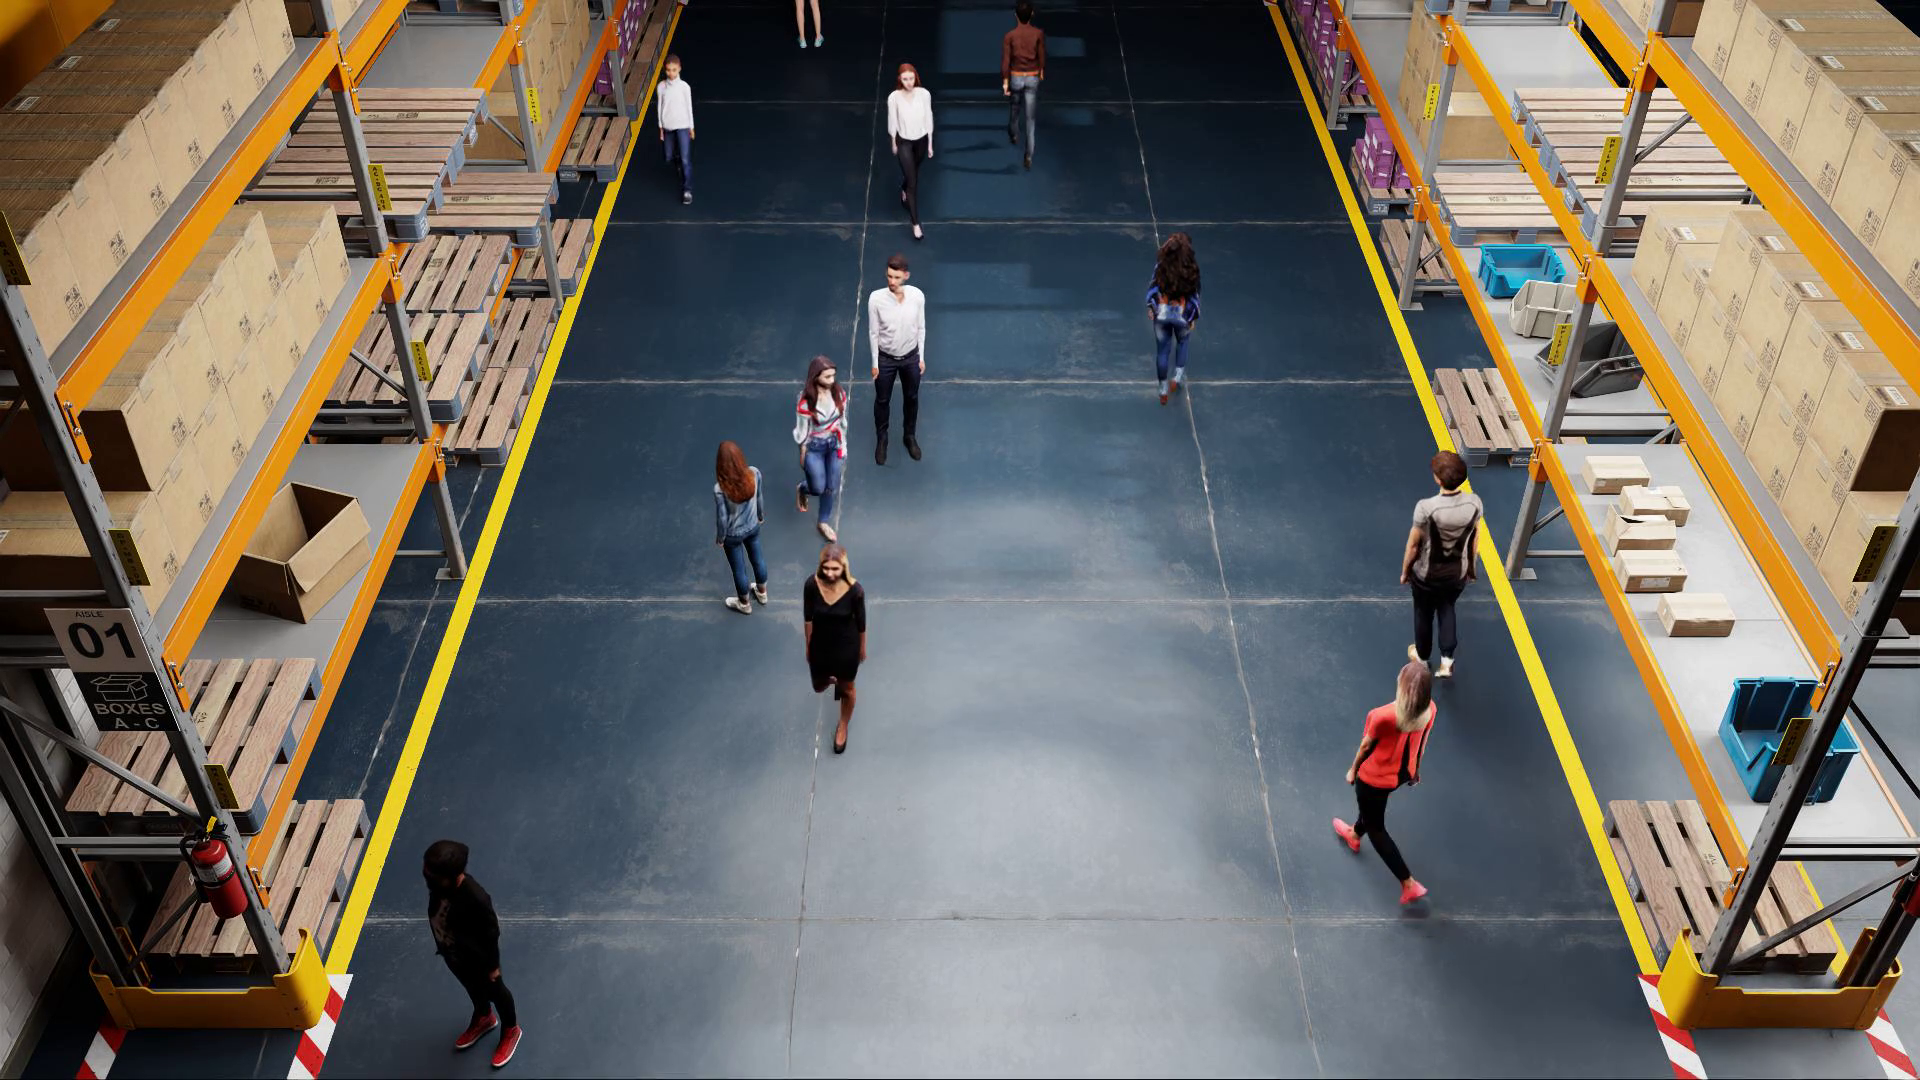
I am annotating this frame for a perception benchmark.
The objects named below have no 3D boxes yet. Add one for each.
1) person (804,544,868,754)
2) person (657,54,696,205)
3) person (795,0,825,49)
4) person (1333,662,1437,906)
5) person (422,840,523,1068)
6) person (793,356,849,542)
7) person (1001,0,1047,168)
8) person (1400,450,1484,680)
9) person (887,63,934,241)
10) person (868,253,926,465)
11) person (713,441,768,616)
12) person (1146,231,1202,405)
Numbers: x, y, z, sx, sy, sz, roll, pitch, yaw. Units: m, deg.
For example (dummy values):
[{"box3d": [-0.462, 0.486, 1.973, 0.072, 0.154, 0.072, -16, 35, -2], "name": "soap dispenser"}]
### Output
[{"box3d": [-0.802, 0.654, 10.965, 0.633, 1.666, 0.798, 6, 39, 8], "name": "person"}, {"box3d": [-2.934, -4.317, 17.287, 0.505, 1.547, 0.837, 0, 39, 0], "name": "person"}, {"box3d": [-1.908, -6.939, 20.396, 0.592, 1.764, 0.571, -4, 39, -4], "name": "person"}, {"box3d": [2.606, 1.468, 9.950, 0.948, 1.663, 1.180, -19, 43, -23], "name": "person"}, {"box3d": [-2.658, 2.202, 9.019, 0.674, 1.676, 0.681, 19, 42, 22], "name": "person"}, {"box3d": [-1.087, -0.747, 12.776, 0.786, 1.596, 0.877, -19, 42, -22], "name": "person"}, {"box3d": [0.713, -4.859, 17.813, 0.688, 1.735, 1.150, -2, 39, -3], "name": "person"}, {"box3d": [3.285, 0.258, 11.296, 0.704, 1.874, 0.812, -1, 39, -1], "name": "person"}, {"box3d": [-0.502, -3.973, 16.729, 0.866, 1.705, 1.259, -12, 40, -14], "name": "person"}, {"box3d": [-0.508, -1.502, 13.505, 0.647, 1.867, 0.627, -6, 39, -7], "name": "person"}, {"box3d": [-1.588, -0.097, 12.059, 0.628, 1.476, 0.678, -30, 47, -32], "name": "person"}, {"box3d": [1.805, -1.867, 14.167, 0.654, 1.610, 0.652, 4, 39, 6], "name": "person"}]
